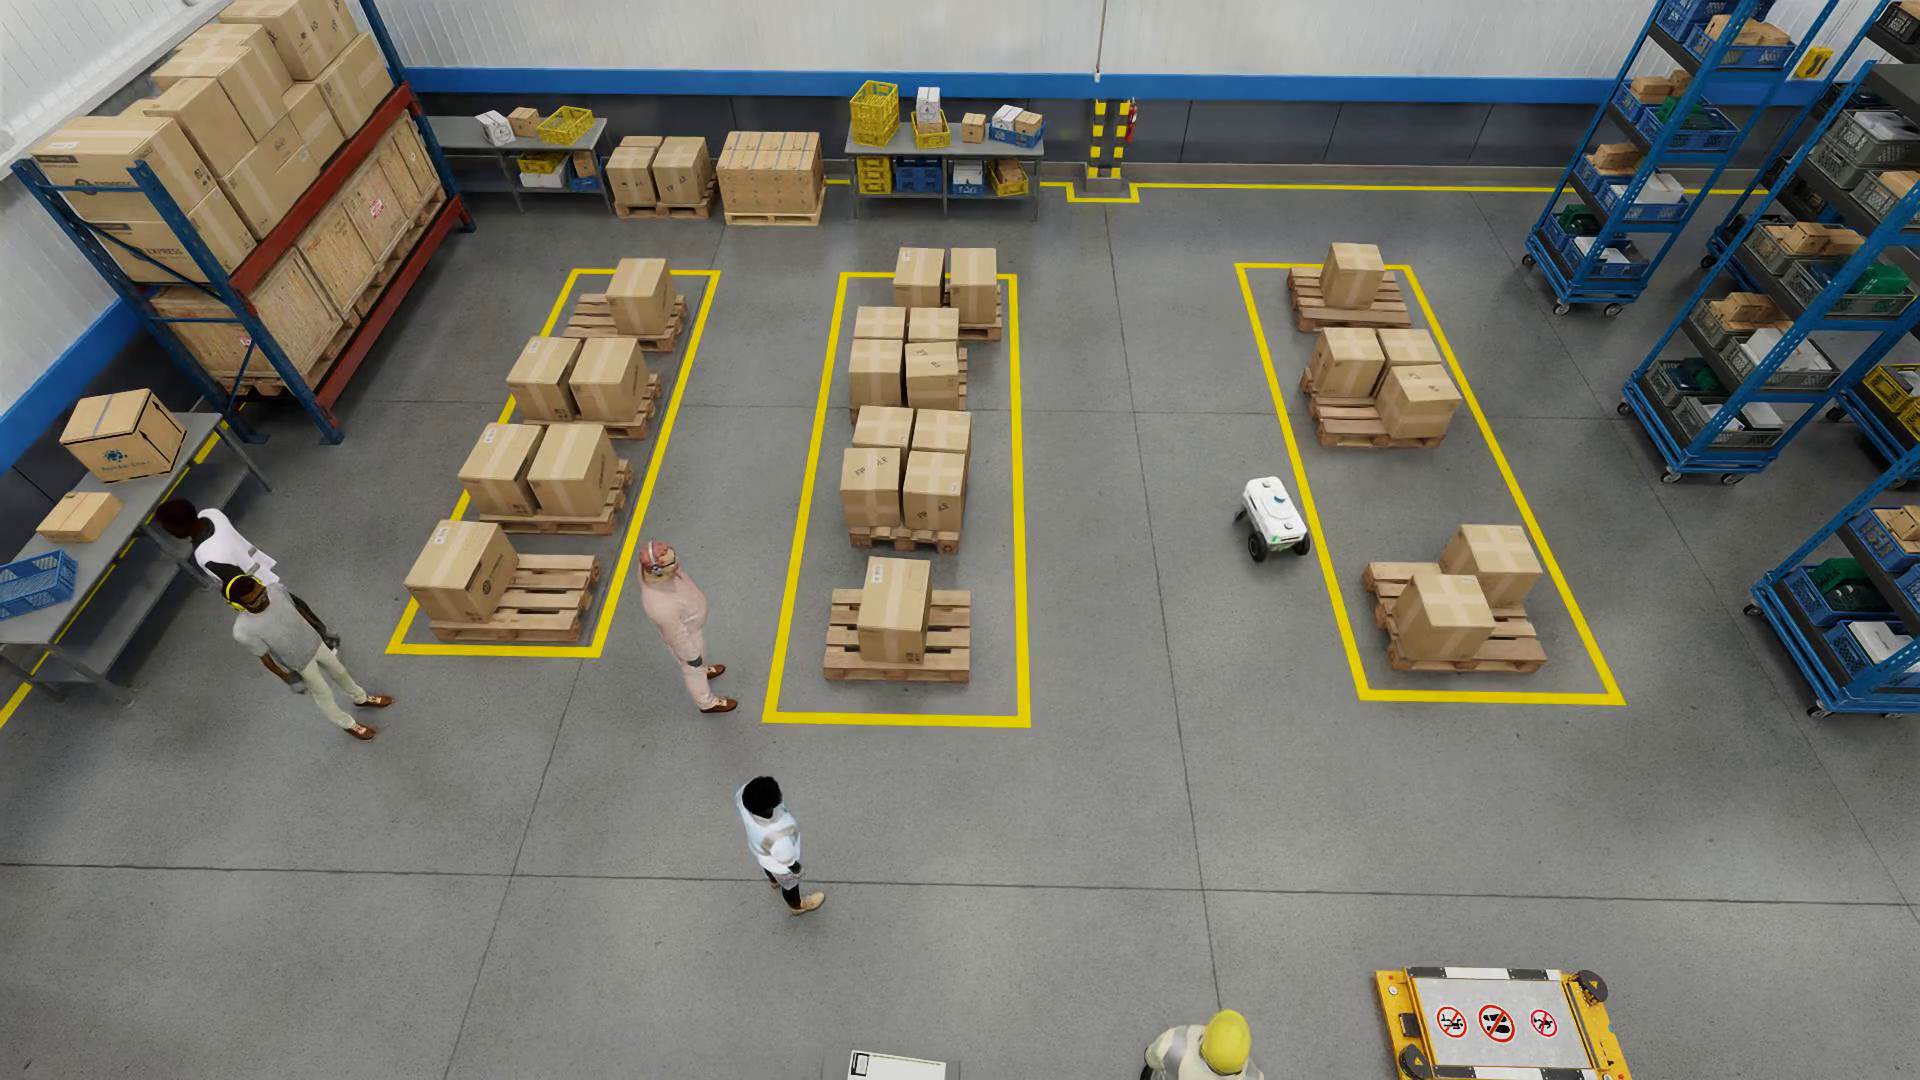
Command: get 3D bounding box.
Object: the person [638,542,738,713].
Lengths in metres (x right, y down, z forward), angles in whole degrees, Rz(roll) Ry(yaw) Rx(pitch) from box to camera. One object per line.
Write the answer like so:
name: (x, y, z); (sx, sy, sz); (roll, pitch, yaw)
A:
person: (-2.062, 0.649, 6.891); (0.407, 1.910, 0.640); (-18, 53, -14)

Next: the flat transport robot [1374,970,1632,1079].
flat transport robot: (3.501, 3.133, 5.914); (1.431, 0.197, 0.652); (1, 51, 1)

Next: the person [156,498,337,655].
person: (-5.504, 0.334, 7.139); (0.392, 1.922, 0.588); (-26, 55, -20)

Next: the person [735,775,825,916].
person: (-1.180, 1.976, 5.941); (0.317, 1.697, 0.540); (-32, 58, -23)

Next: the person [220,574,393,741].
person: (-4.814, 0.845, 6.756); (0.310, 1.868, 0.532); (3, 51, 3)

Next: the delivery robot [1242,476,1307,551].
delivery robot: (2.894, -0.258, 8.438); (0.477, 0.478, 0.707); (-8, 51, -6)

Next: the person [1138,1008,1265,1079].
person: (1.303, 2.946, 5.063); (0.591, 1.837, 0.403); (18, 53, 14)
